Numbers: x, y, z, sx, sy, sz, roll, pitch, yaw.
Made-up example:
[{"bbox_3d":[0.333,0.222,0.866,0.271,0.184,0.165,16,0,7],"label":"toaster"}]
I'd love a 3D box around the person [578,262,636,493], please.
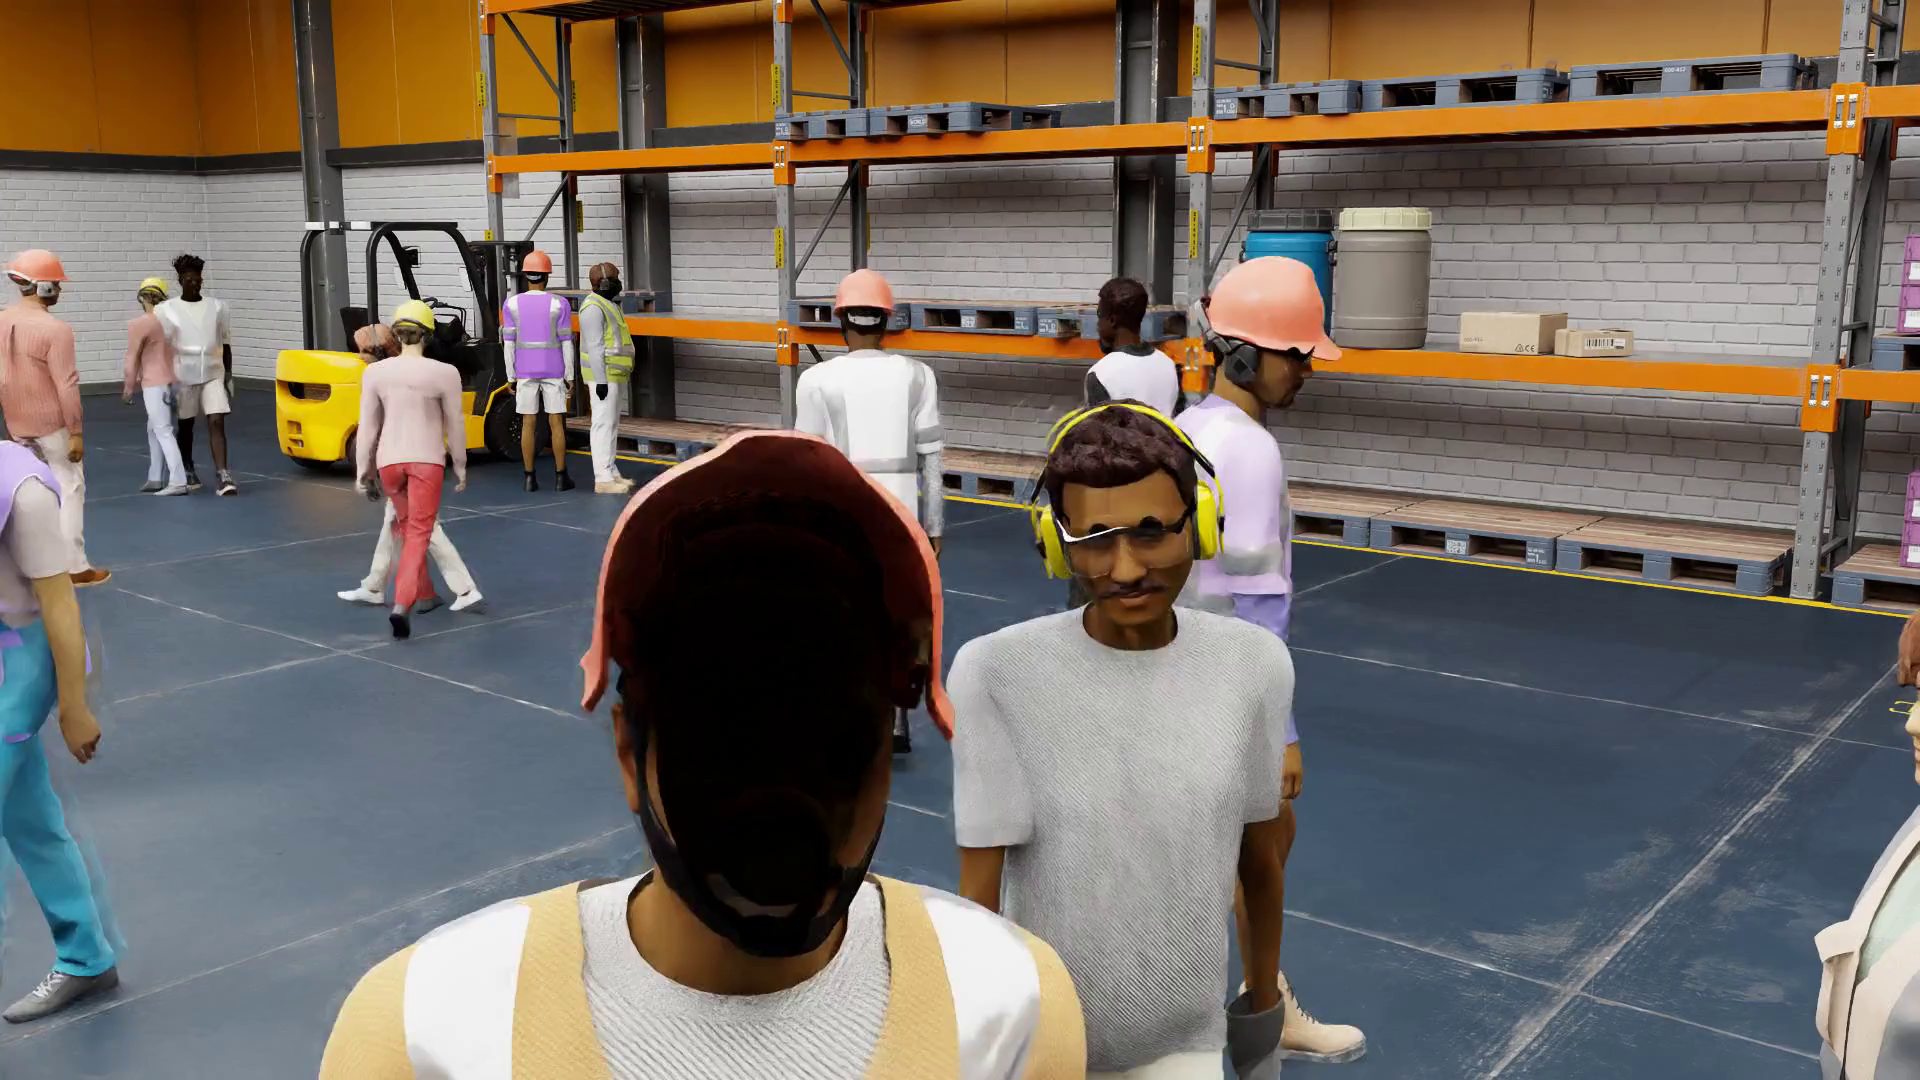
[{"bbox_3d":[-2.830,-1.304,13.401,0.429,1.847,0.625,0,10,-1],"label":"person"}]

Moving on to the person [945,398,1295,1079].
[{"bbox_3d":[0.239,0.727,2.225,0.498,1.811,0.983,-1,10,-7],"label":"person"}]

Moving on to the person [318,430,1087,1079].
[{"bbox_3d":[-0.184,0.845,1.309,0.550,1.912,0.792,-2,10,-12],"label":"person"}]

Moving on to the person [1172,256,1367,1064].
[{"bbox_3d":[0.512,0.343,3.887,0.928,2.001,0.612,0,10,-2],"label":"person"}]

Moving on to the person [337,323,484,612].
[{"bbox_3d":[-2.995,-0.381,9.008,0.878,1.581,0.566,2,10,11],"label":"person"}]

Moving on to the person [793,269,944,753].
[{"bbox_3d":[-0.358,-0.069,6.381,0.586,1.909,0.455,-3,11,-19],"label":"person"}]

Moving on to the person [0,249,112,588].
[{"bbox_3d":[-5.277,-0.664,9.494,0.630,1.973,0.626,4,11,23],"label":"person"}]

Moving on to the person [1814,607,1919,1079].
[{"bbox_3d":[1.150,0.864,1.941,0.308,1.645,0.514,3,11,14],"label":"person"}]

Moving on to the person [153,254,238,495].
[{"bbox_3d":[-6.118,-1.318,13.304,0.626,1.911,1.025,-8,13,-38],"label":"person"}]

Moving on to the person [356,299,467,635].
[{"bbox_3d":[-2.897,-0.392,8.705,0.561,1.718,0.884,1,10,4],"label":"person"}]

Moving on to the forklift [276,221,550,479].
[{"bbox_3d":[-4.922,-1.741,14.854,1.214,2.155,2.313,8,13,38],"label":"forklift"}]

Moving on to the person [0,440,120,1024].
[{"bbox_3d":[-2.489,0.399,4.057,0.567,1.809,0.859,7,12,33],"label":"person"}]

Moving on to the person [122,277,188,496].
[{"bbox_3d":[-6.424,-1.205,13.198,0.638,1.722,0.529,2,10,9],"label":"person"}]

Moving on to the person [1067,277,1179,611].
[{"bbox_3d":[0.744,-0.173,7.069,0.991,1.882,0.602,9,14,41],"label":"person"}]

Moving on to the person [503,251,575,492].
[{"bbox_3d":[-3.377,-1.351,13.401,0.553,1.935,0.362,-1,10,-5],"label":"person"}]
